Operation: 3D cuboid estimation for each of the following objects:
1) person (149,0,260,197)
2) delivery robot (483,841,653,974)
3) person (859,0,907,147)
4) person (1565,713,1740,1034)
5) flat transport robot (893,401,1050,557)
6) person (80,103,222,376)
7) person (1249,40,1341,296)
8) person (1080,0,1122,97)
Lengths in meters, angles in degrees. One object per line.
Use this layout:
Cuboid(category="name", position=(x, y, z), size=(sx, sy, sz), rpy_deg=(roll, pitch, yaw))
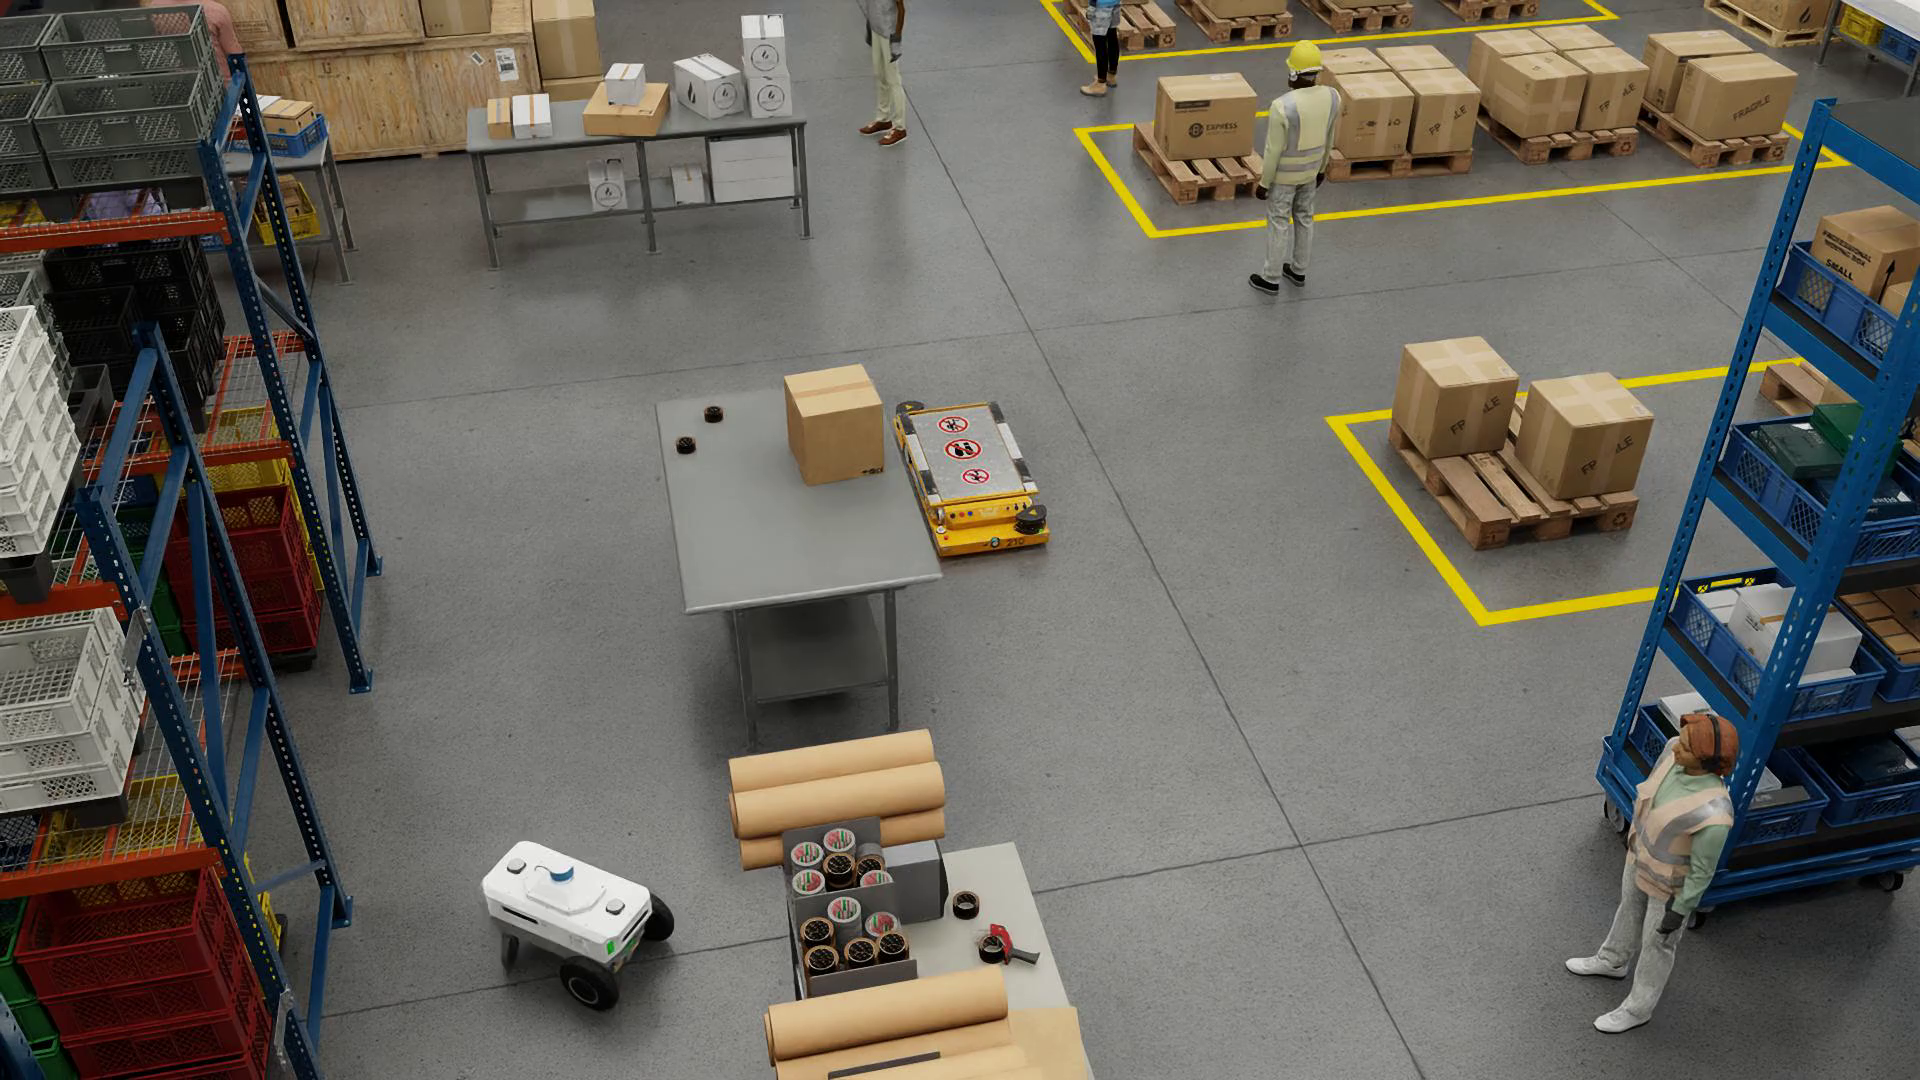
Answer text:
Cuboid(category="person", position=(-5.874, -3.603, 13.025), size=(0.644, 1.899, 0.396), rpy_deg=(1, 37, 2))
Cuboid(category="delivery robot", position=(-1.680, 1.555, 7.130), size=(0.707, 0.478, 0.477), rpy_deg=(16, 40, 21))
Cuboid(category="person", position=(-0.646, -4.230, 13.891), size=(0.325, 1.865, 0.516), rpy_deg=(-20, 41, -24))
Cuboid(category="person", position=(2.790, 1.316, 6.620), size=(0.309, 1.641, 0.513), rpy_deg=(-2, 37, -2))
Cuboid(category="flat transport robot", position=(0.046, -0.430, 10.108), size=(0.652, 0.197, 1.431), rpy_deg=(-8, 37, -10))
Cuboid(category="person", position=(-5.282, -1.894, 10.690), size=(0.631, 1.940, 0.372), rpy_deg=(17, 40, 22))
Cuboid(category="person", position=(2.344, -2.619, 11.751), size=(0.602, 1.830, 0.404), rpy_deg=(-19, 41, -24))
Cuboid(category="person", position=(1.279, -4.820, 14.819), size=(0.317, 1.697, 0.540), rpy_deg=(19, 41, 23))
